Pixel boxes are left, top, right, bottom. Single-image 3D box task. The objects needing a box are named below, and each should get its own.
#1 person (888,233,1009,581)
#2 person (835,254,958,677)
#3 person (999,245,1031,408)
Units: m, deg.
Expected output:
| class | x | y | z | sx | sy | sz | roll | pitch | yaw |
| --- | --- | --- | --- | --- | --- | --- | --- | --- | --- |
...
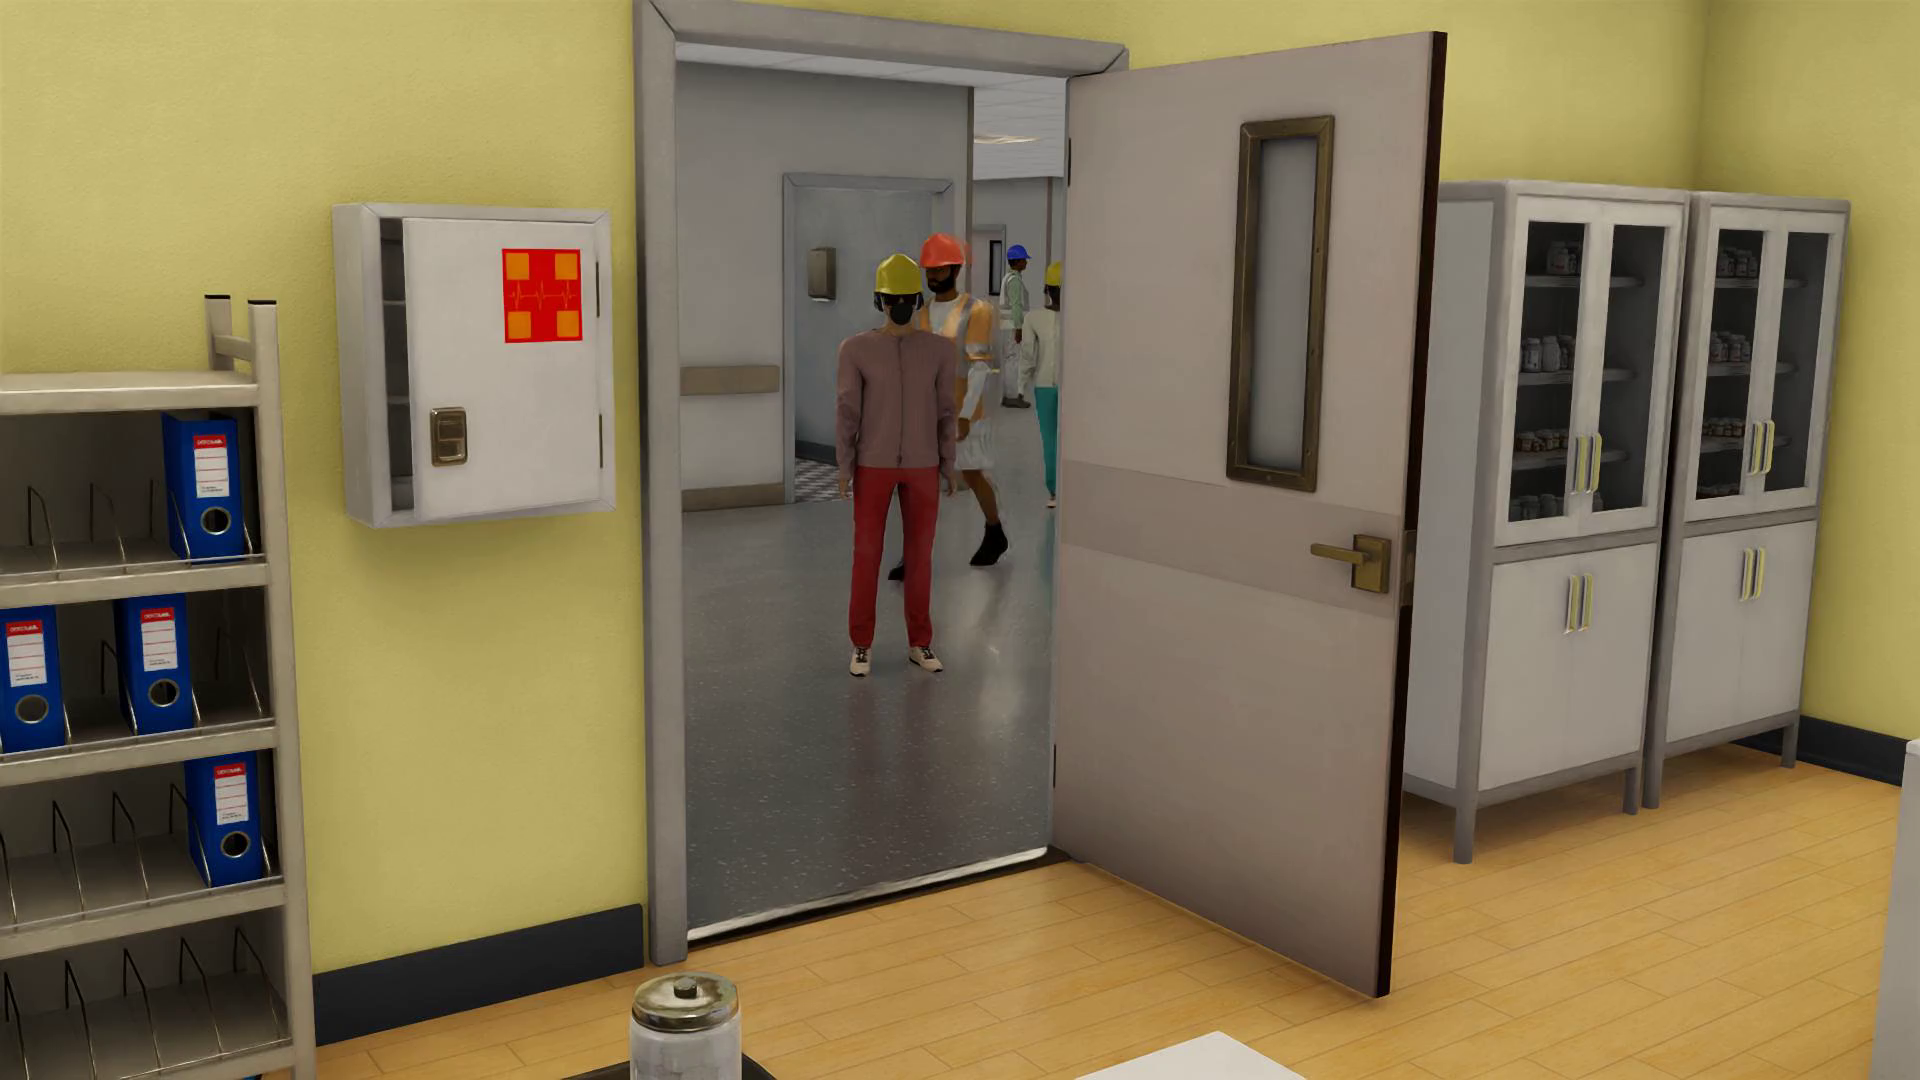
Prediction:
| class | x | y | z | sx | sy | sz | roll | pitch | yaw |
| --- | --- | --- | --- | --- | --- | --- | --- | --- | --- |
| person | -0.027 | -0.744 | 9.266 | 0.548 | 1.902 | 0.957 | 7 | 11 | 32 |
| person | -0.261 | -0.306 | 6.992 | 0.533 | 1.768 | 0.310 | -2 | 10 | -16 |
| person | 0.657 | -2.569 | 20.038 | 0.381 | 1.951 | 0.605 | 0 | 10 | -7 |
